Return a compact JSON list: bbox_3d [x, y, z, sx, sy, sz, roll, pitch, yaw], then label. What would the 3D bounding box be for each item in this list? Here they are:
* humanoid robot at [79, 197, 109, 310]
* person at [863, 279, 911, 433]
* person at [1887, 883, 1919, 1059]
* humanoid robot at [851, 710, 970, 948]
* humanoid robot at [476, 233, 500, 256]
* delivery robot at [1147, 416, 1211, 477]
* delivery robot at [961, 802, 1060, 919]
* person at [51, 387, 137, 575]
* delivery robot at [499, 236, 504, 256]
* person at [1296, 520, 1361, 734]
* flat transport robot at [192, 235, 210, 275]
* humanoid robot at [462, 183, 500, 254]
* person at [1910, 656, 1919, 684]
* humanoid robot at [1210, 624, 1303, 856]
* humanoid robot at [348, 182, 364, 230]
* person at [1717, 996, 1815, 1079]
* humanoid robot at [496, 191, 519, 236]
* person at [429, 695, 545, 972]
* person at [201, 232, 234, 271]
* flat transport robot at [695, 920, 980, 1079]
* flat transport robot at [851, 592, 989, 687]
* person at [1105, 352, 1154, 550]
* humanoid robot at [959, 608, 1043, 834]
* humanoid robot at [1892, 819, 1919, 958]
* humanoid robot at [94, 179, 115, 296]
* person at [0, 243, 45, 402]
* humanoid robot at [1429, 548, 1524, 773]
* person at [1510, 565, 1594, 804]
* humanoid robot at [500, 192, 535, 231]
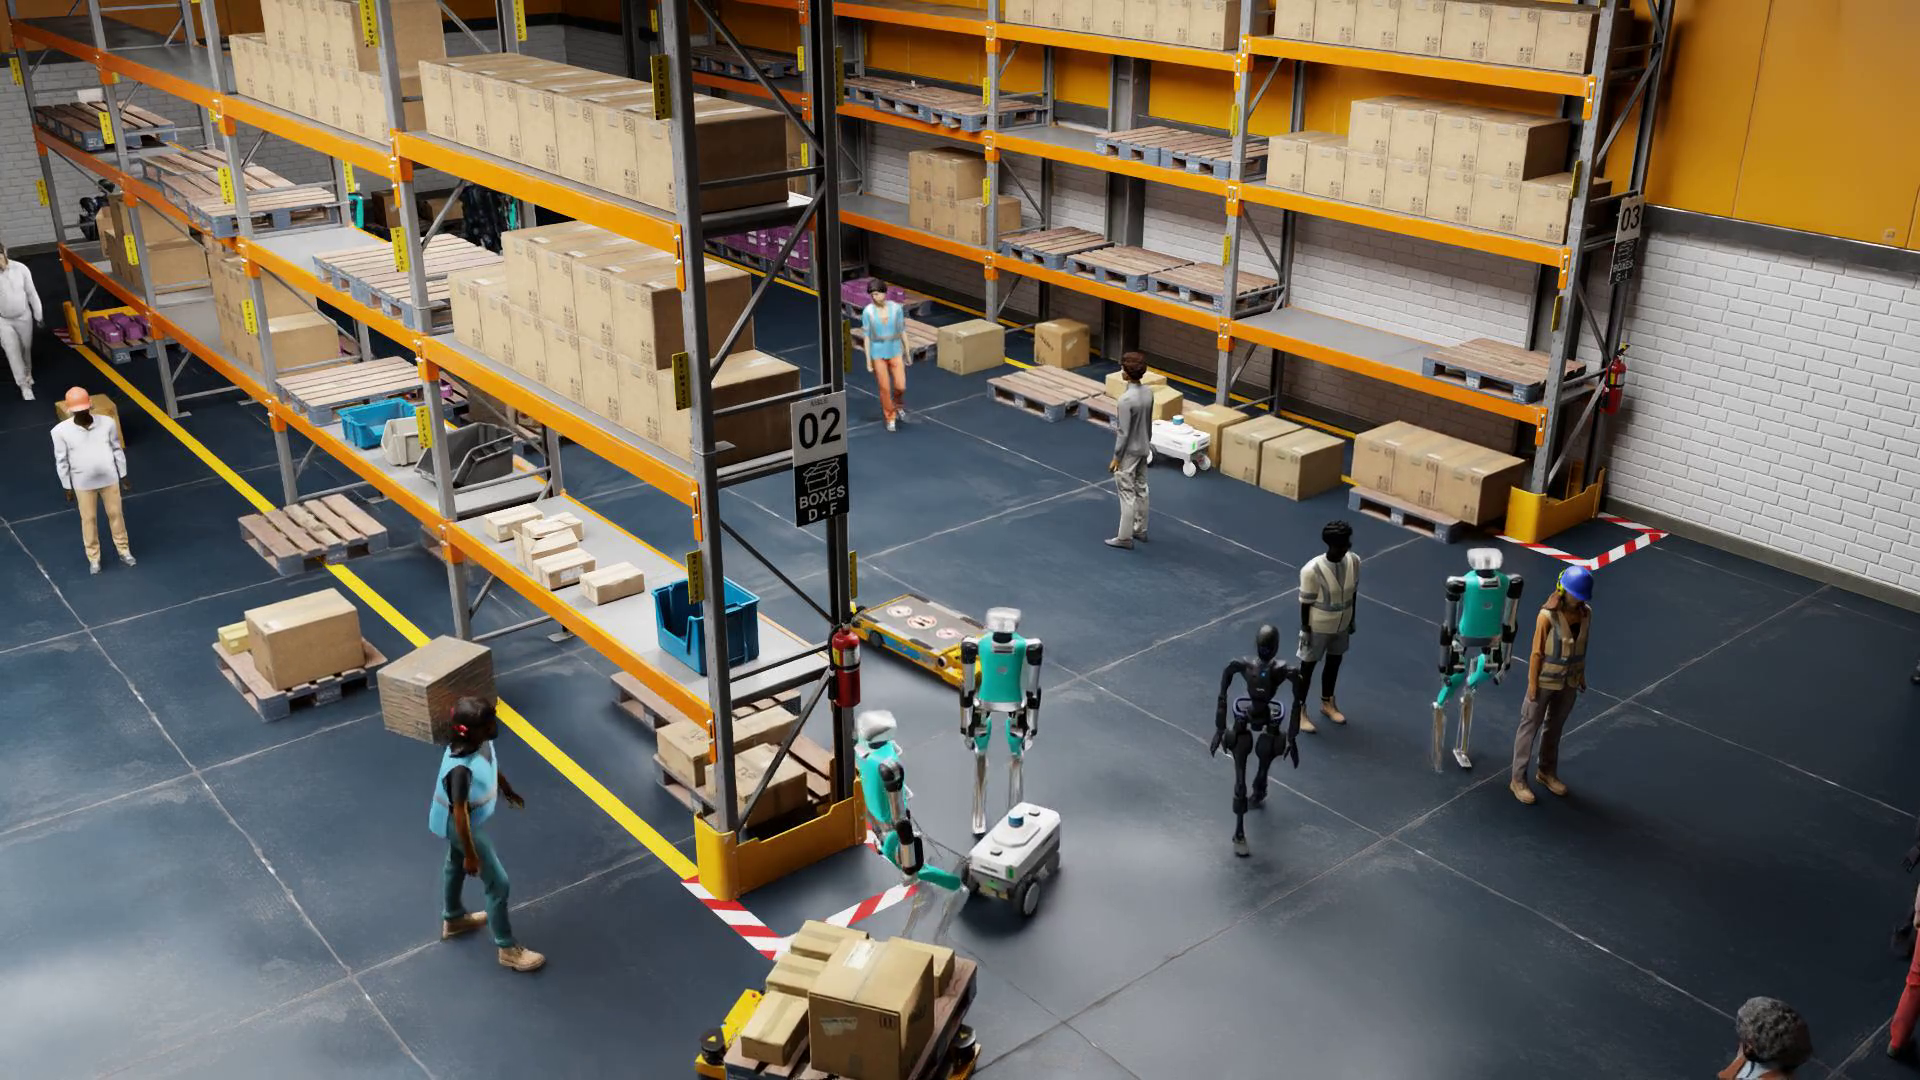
[{"bbox_3d":[-11.890,-3.910,22.927,0.324,1.647,0.586,-5,24,-12],"label":"humanoid robot"},{"bbox_3d":[-0.814,-2.067,18.573,0.533,1.742,0.401,-3,24,-6],"label":"person"},{"bbox_3d":[5.383,2.093,8.919,0.516,1.756,0.343,21,31,40],"label":"person"},{"bbox_3d":[-0.228,1.753,9.733,0.773,1.773,0.531,-11,26,-24],"label":"humanoid robot"},{"bbox_3d":[-5.981,-3.071,21.026,0.689,1.647,0.600,11,26,24],"label":"humanoid robot"},{"bbox_3d":[2.282,-1.029,17.661,0.774,0.592,0.499,21,31,39],"label":"delivery robot"},{"bbox_3d":[0.348,2.010,10.632,0.499,0.598,0.802,13,27,27],"label":"delivery robot"},{"bbox_3d":[-7.823,-0.554,15.053,0.572,1.748,0.341,-17,29,-35],"label":"person"},{"bbox_3d":[-6.793,-4.538,25.816,0.791,0.614,0.499,11,25,23],"label":"delivery robot"},{"bbox_3d":[2.734,0.628,12.397,0.534,1.691,0.319,-12,26,-25],"label":"person"},{"bbox_3d":[-10.533,-3.347,23.394,1.431,0.231,0.659,4,24,10],"label":"flat transport robot"},{"bbox_3d":[-7.127,-4.698,24.761,0.616,1.645,0.324,9,25,20],"label":"humanoid robot"},{"bbox_3d":[7.810,0.268,12.941,0.546,1.926,0.388,13,27,28],"label":"person"},{"bbox_3d":[1.971,1.240,11.079,0.589,1.634,0.743,4,24,8],"label":"humanoid robot"},{"bbox_3d":[-8.663,-4.119,23.382,0.698,1.786,0.552,-5,24,-11],"label":"humanoid robot"},{"bbox_3d":[3.479,2.748,7.515,0.585,1.663,0.470,-1,23,-3],"label":"person"},{"bbox_3d":[-7.408,-5.719,27.128,0.554,1.862,0.870,-15,28,-32],"label":"humanoid robot"},{"bbox_3d":[-2.839,1.675,9.828,0.773,1.810,0.639,-3,24,-6],"label":"person"},{"bbox_3d":[-10.007,-3.875,22.636,0.819,1.844,0.569,18,29,35],"label":"person"},{"bbox_3d":[-0.667,2.811,9.135,1.431,0.231,0.659,8,25,17],"label":"flat transport robot"},{"bbox_3d":[-0.253,0.801,13.789,0.659,0.231,1.431,-21,31,-39],"label":"flat transport robot"},{"bbox_3d":[1.617,-0.827,15.505,0.378,1.896,0.545,19,30,37],"label":"person"},{"bbox_3d":[0.260,1.163,11.069,0.532,1.753,0.748,0,23,0],"label":"humanoid robot"},{"bbox_3d":[5.887,1.782,9.757,0.587,1.644,0.357,4,24,10],"label":"humanoid robot"},{"bbox_3d":[-12.307,-4.386,24.043,0.610,1.632,0.463,9,25,20],"label":"humanoid robot"},{"bbox_3d":[-11.282,-2.657,19.788,0.652,1.860,0.966,-18,29,-36],"label":"person"},{"bbox_3d":[3.613,0.824,11.902,0.547,1.810,0.666,-1,23,-2],"label":"humanoid robot"},{"bbox_3d":[4.118,0.981,11.476,0.468,1.771,0.326,-9,25,-19],"label":"person"},{"bbox_3d":[-6.844,-5.046,25.602,0.536,1.867,0.763,0,23,-1],"label":"humanoid robot"}]
